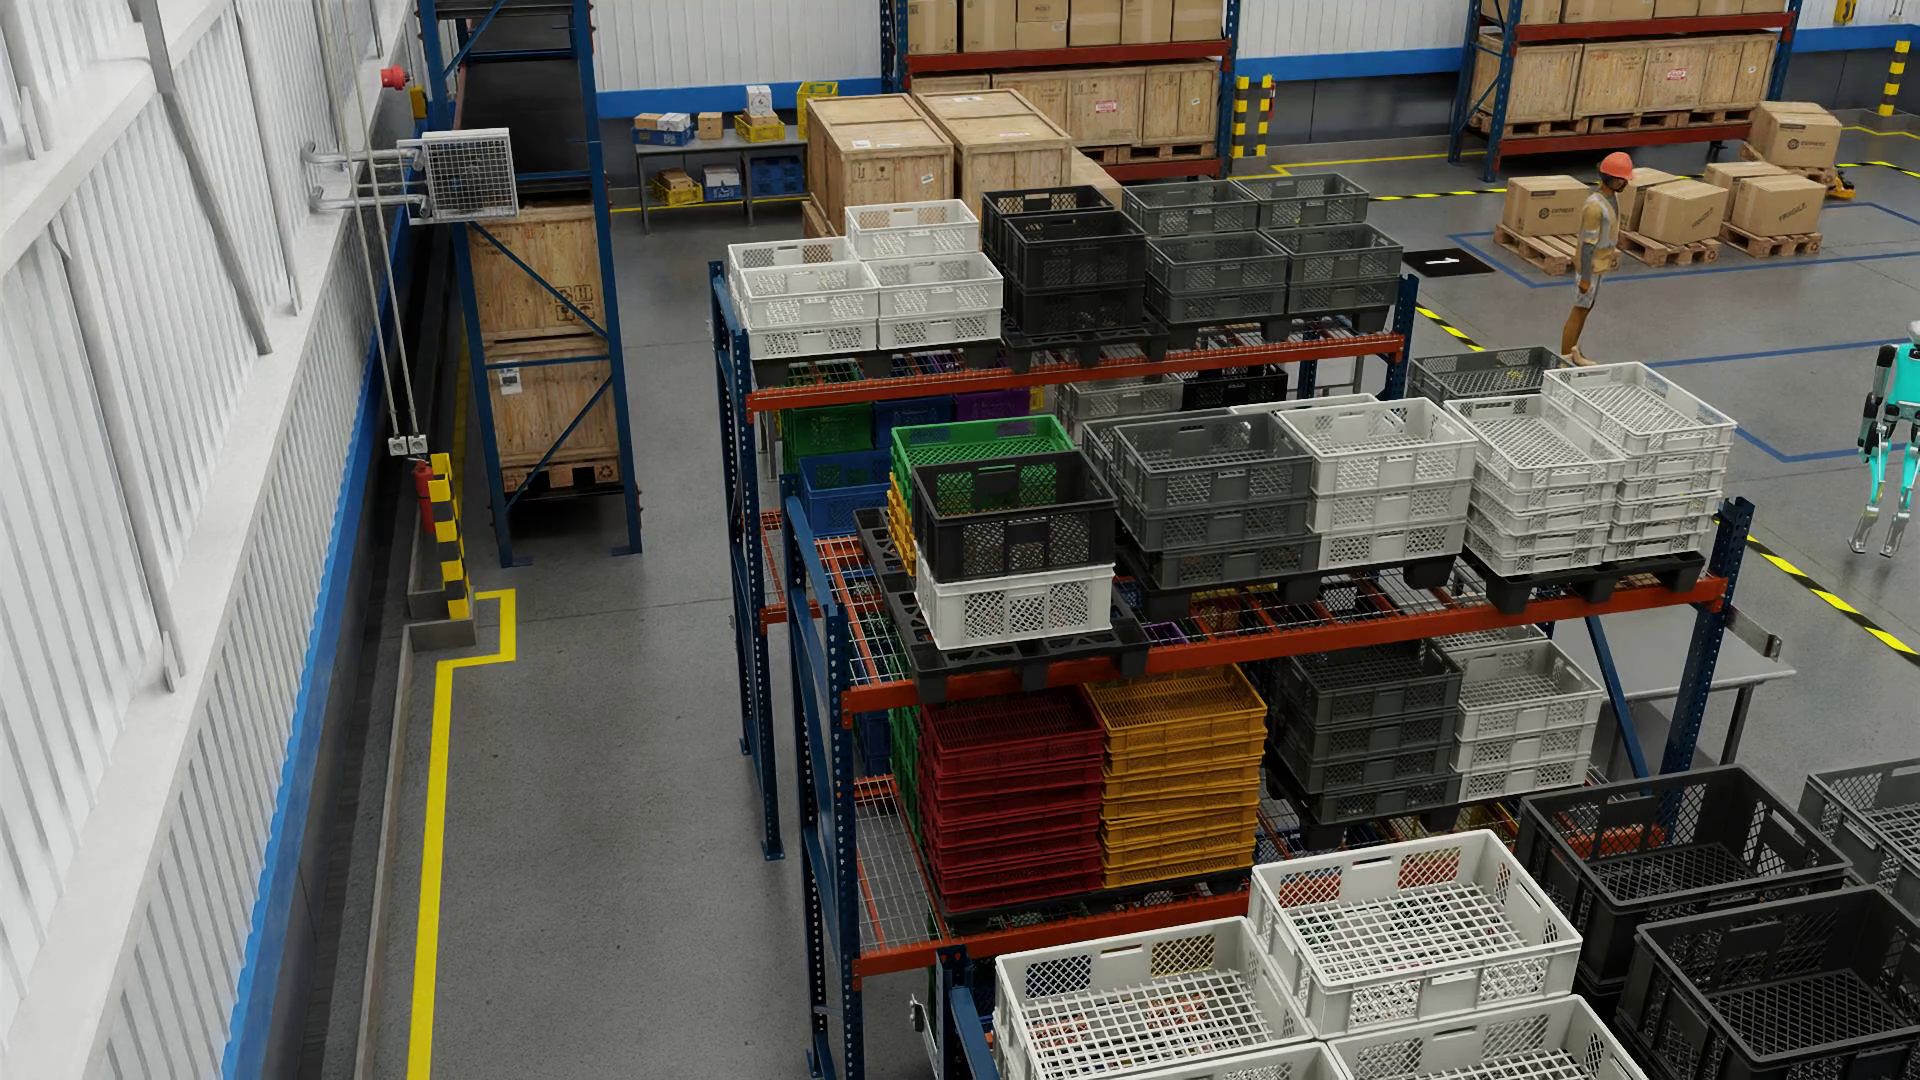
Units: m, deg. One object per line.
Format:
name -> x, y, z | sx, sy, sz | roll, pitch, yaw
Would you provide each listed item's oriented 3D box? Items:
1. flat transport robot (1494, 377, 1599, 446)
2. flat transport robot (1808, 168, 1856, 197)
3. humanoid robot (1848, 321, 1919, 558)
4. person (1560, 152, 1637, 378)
flat transport robot -> 4.780, -1.036, 14.013 | 0.659, 0.231, 1.431 | -6, 28, -12
flat transport robot -> 10.139, -4.416, 20.395 | 1.431, 0.197, 0.652 | 4, 28, 8
humanoid robot -> 6.515, -0.634, 11.534 | 0.533, 1.674, 0.735 | 13, 31, 24
person -> 5.652, -2.431, 14.760 | 0.389, 2.039, 0.613 | 17, 32, 29
